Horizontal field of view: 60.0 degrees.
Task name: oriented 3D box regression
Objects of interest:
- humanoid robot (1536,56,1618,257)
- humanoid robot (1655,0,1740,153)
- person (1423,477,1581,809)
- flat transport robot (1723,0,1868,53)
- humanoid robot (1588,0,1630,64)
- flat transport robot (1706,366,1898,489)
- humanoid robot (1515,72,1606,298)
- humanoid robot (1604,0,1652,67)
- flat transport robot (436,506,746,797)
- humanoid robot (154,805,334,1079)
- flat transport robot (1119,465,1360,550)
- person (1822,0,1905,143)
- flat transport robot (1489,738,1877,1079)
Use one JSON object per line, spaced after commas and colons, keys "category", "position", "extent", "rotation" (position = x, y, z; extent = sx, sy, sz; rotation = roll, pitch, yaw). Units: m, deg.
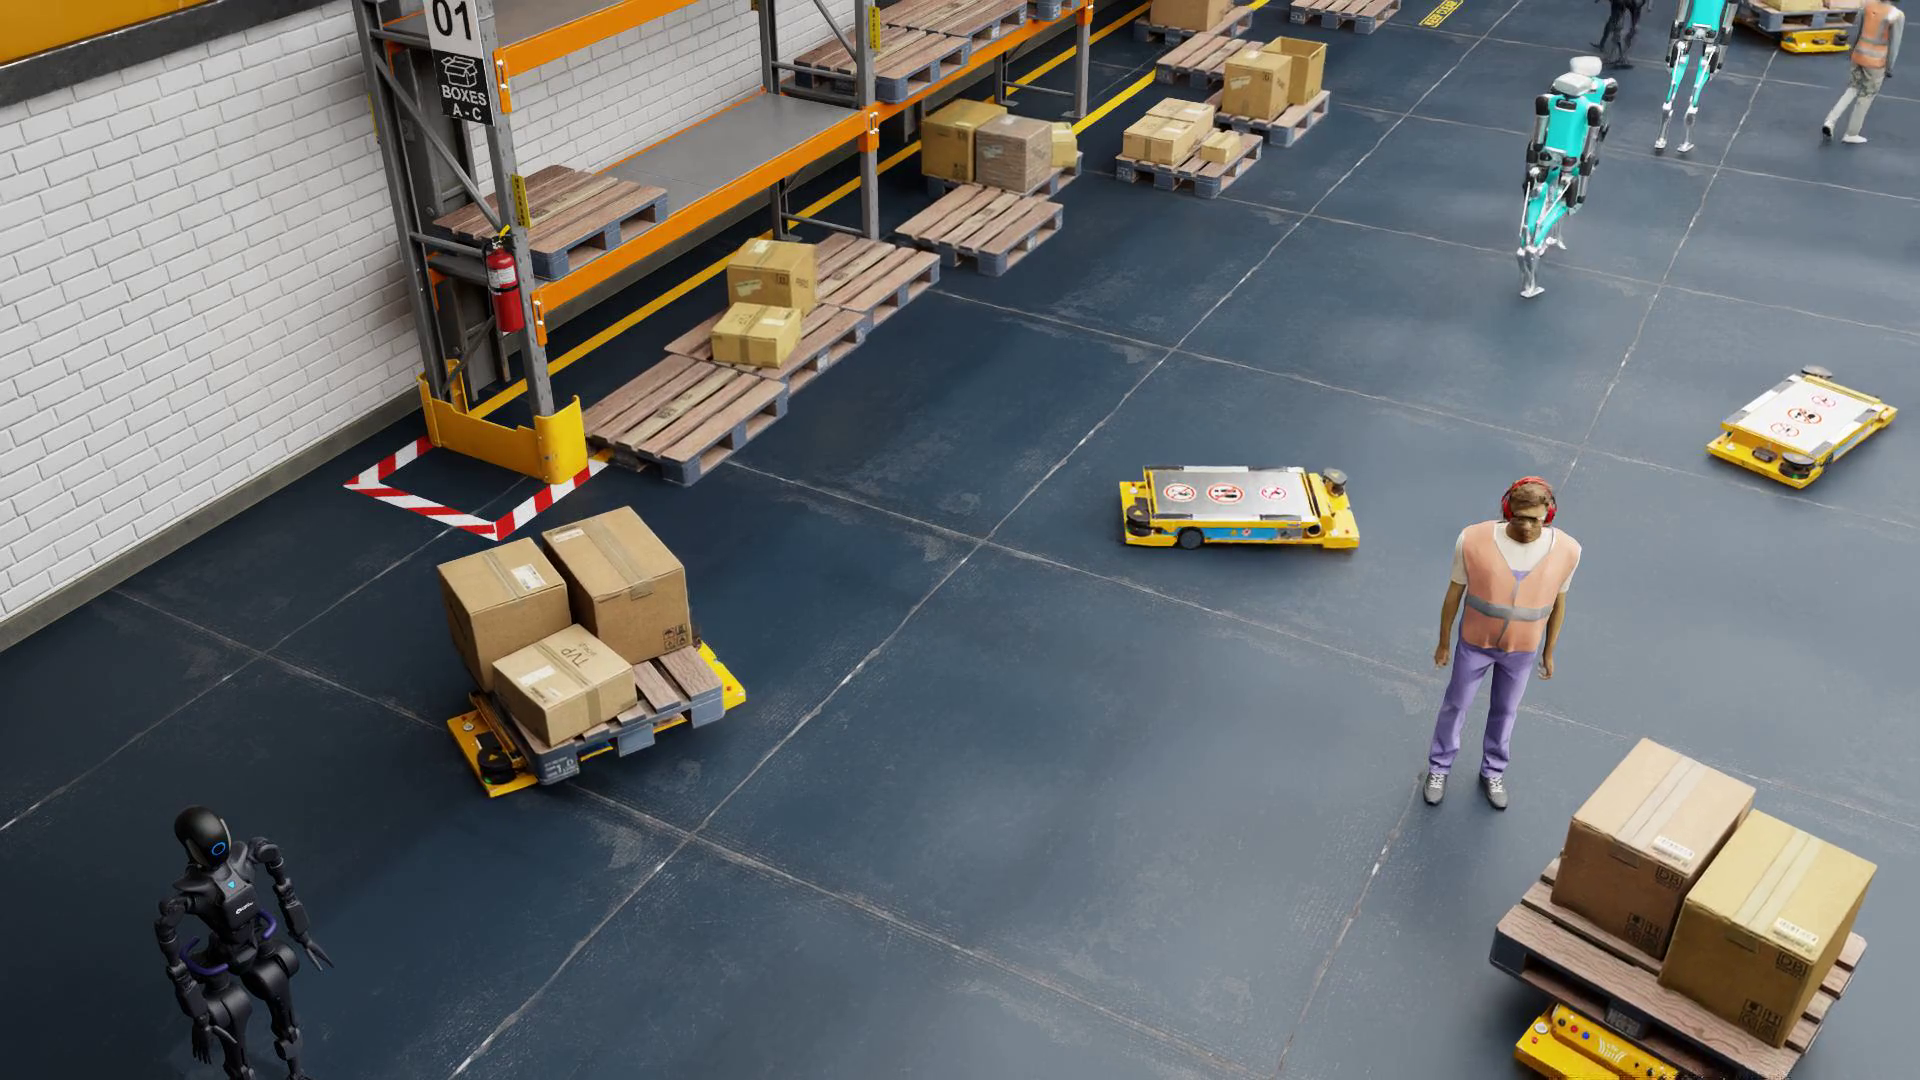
{"category": "humanoid robot", "position": [4.884, -3.140, 13.590], "extent": [0.596, 1.792, 0.835], "rotation": [-2, 34, -3]}
{"category": "humanoid robot", "position": [6.808, -4.453, 15.470], "extent": [0.531, 1.698, 0.739], "rotation": [17, 37, 24]}
{"category": "person", "position": [2.575, 0.484, 7.986], "extent": [0.569, 1.843, 0.373], "rotation": [4, 34, 6]}
{"category": "flat transport robot", "position": [9.482, -5.873, 19.034], "extent": [0.659, 0.231, 1.431], "rotation": [-5, 34, -7]}
{"category": "humanoid robot", "position": [7.176, -6.034, 18.033], "extent": [0.589, 1.633, 0.675], "rotation": [-15, 36, -22]}
{"category": "flat transport robot", "position": [5.754, -0.780, 11.329], "extent": [1.431, 0.231, 0.659], "rotation": [-26, 42, -34]}
{"category": "humanoid robot", "position": [4.475, -2.627, 12.829], "extent": [0.552, 1.827, 0.710], "rotation": [28, 43, 36]}
{"category": "humanoid robot", "position": [7.196, -5.918, 17.822], "extent": [0.333, 1.643, 0.589], "rotation": [-15, 36, -21]}
{"category": "flat transport robot", "position": [-1.927, 0.871, 8.830], "extent": [1.431, 0.231, 0.659], "rotation": [-20, 38, -27]}
{"category": "humanoid robot", "position": [-2.723, 1.651, 6.360], "extent": [0.315, 1.657, 0.599], "rotation": [20, 38, 27]}
{"category": "flat transport robot", "position": [1.741, -0.205, 10.458], "extent": [1.431, 0.231, 0.659], "rotation": [1, 33, 1]}
{"category": "person", "position": [8.628, -4.547, 15.804], "extent": [0.451, 1.620, 0.547], "rotation": [-8, 34, -12]}
{"category": "flat transport robot", "position": [3.044, 1.942, 7.210], "extent": [0.659, 0.231, 1.431], "rotation": [27, 42, 34]}
